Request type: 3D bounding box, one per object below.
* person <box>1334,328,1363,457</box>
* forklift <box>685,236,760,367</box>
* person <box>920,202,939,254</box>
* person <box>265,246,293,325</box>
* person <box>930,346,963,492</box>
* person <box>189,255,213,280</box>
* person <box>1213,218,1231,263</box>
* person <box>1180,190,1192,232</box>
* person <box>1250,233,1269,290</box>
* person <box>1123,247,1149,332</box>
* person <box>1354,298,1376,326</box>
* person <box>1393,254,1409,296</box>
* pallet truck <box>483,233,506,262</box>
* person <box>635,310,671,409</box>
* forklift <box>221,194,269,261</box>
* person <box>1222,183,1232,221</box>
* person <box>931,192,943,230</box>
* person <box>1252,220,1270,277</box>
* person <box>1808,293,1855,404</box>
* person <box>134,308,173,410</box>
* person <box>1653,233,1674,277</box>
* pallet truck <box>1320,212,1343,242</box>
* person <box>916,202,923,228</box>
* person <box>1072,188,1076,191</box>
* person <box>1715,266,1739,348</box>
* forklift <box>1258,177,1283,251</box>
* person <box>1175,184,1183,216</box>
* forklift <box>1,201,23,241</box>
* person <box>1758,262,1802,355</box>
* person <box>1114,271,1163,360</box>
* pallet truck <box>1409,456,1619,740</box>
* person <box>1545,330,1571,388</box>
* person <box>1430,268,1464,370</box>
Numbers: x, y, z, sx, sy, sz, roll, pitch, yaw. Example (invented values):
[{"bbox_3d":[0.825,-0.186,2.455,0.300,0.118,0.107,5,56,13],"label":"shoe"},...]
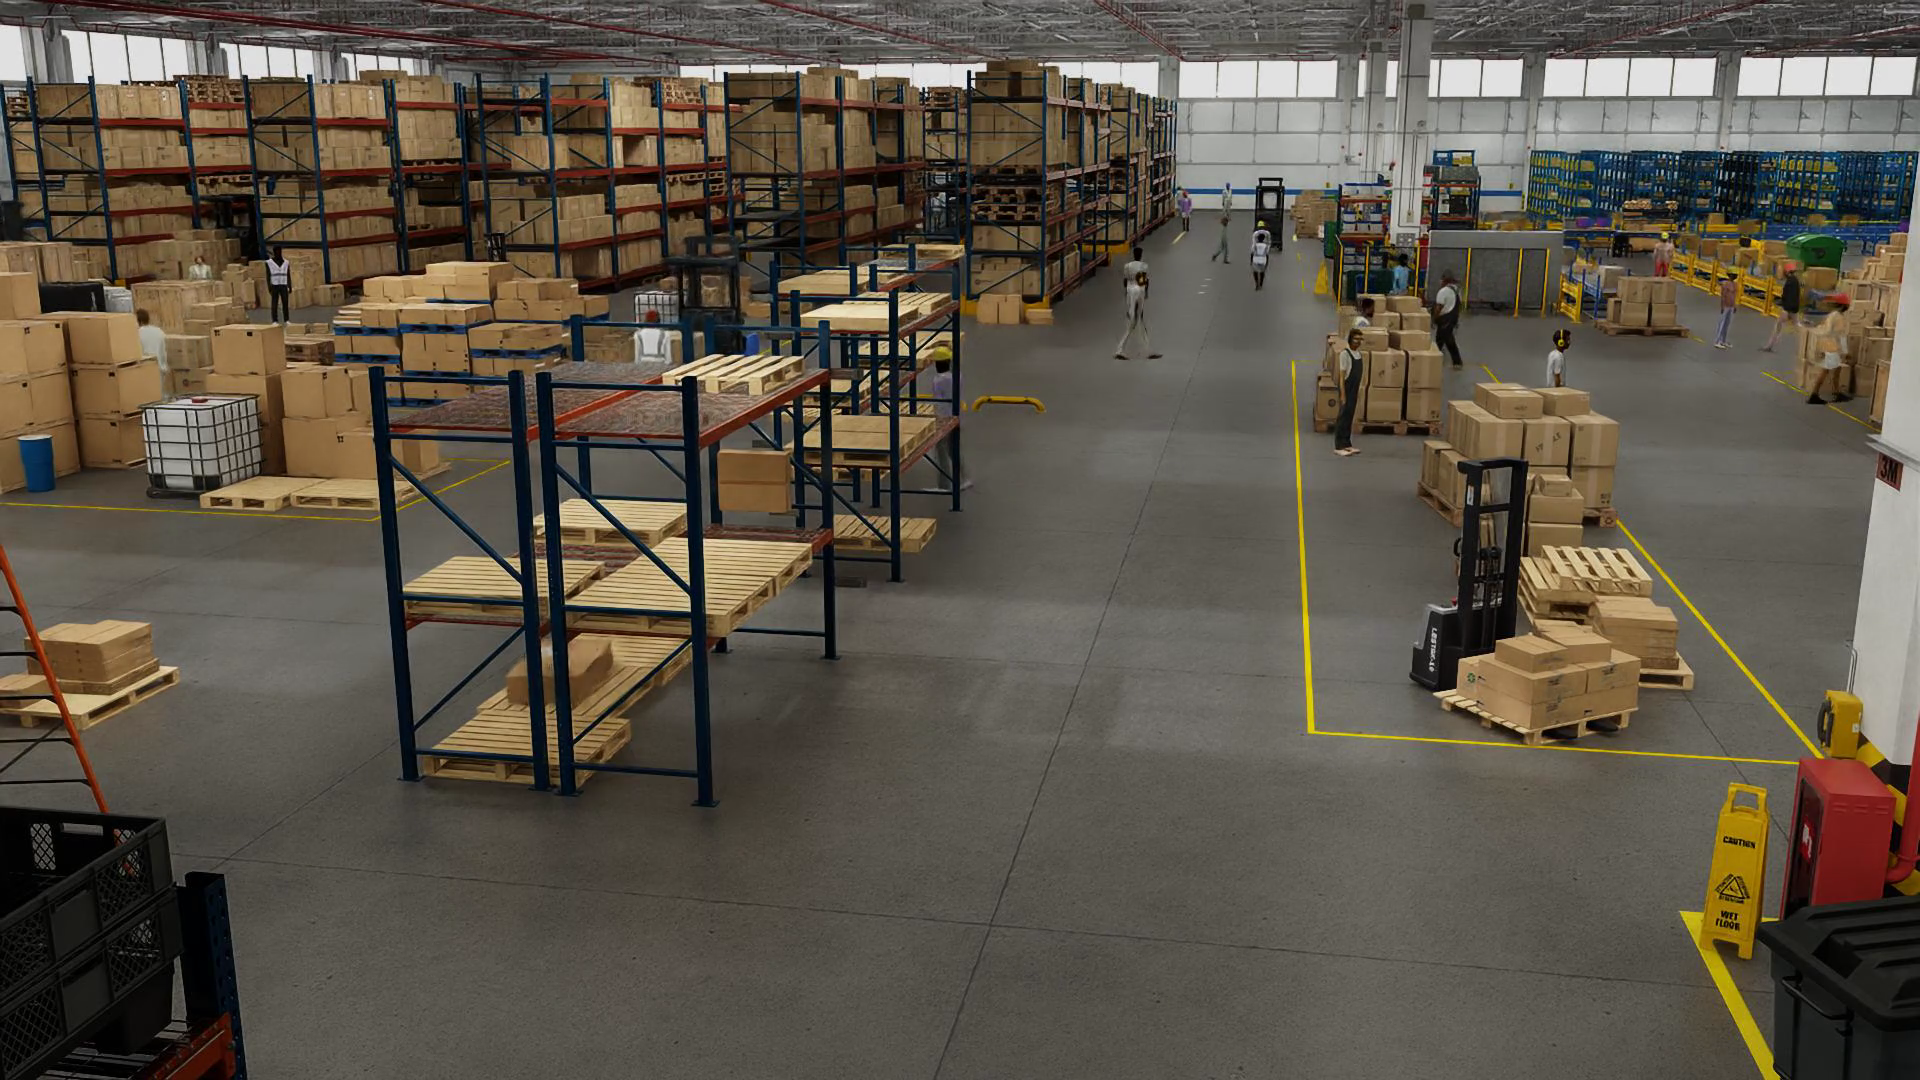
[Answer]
[{"bbox_3d":[5.632,-2.133,24.000,0.351,1.843,0.506,12,18,39],"label":"person"},{"bbox_3d":[-4.253,-3.894,29.012,1.129,2.768,1.873,3,14,10],"label":"forklift"},{"bbox_3d":[-1.374,-11.709,62.594,1.062,1.998,0.608,-1,14,-5],"label":"person"},{"bbox_3d":[-16.394,-6.119,40.053,0.593,1.911,0.385,-13,19,-43],"label":"person"},{"bbox_3d":[-0.196,-1.539,21.419,0.385,1.923,0.593,9,16,31],"label":"person"},{"bbox_3d":[-18.726,-6.231,41.101,0.517,1.623,0.380,-9,16,-32],"label":"person"},{"bbox_3d":[9.281,-10.574,58.721,0.583,1.615,0.511,3,14,11],"label":"person"},{"bbox_3d":[10.496,-15.283,77.274,0.571,1.887,0.895,1,14,3],"label":"person"},{"bbox_3d":[8.787,-8.131,48.683,0.540,1.677,0.572,0,14,1],"label":"person"},{"bbox_3d":[4.109,-5.836,38.779,0.607,1.966,0.373,6,15,25],"label":"person"},{"bbox_3d":[6.806,-3.081,27.757,0.688,1.896,0.596,2,14,9],"label":"person"},{"bbox_3d":[10.756,-6.192,40.801,0.539,1.680,0.559,-12,18,-40],"label":"person"},{"bbox_3d":[-11.832,-7.026,43.548,1.885,1.965,0.823,8,16,28],"label":"pallet truck"},{"bbox_3d":[-4.833,-2.681,26.174,0.591,1.874,0.455,1,14,4],"label":"person"},{"bbox_3d":[-20.793,-8.633,48.253,1.129,2.768,1.873,3,14,10],"label":"forklift"},{"bbox_3d":[13.868,-17.543,86.346,0.612,1.947,0.388,-7,16,-27],"label":"person"},{"bbox_3d":[-1.092,-15.542,78.365,0.552,1.895,0.983,0,14,-1],"label":"person"},{"bbox_3d":[9.608,-9.279,53.076,0.597,1.812,0.646,1,14,4],"label":"person"},{"bbox_3d":[15.019,-3.252,28.394,0.896,1.905,0.545,3,14,11],"label":"person"},{"bbox_3d":[-12.634,-2.664,26.003,0.755,1.921,0.641,6,15,22],"label":"person"},{"bbox_3d":[20.341,-8.010,48.111,0.538,1.718,0.904,4,15,17],"label":"person"},{"bbox_3d":[15.874,-13.227,70.310,0.680,1.201,1.601,10,17,35],"label":"pallet truck"},{"bbox_3d":[-1.912,-14.103,72.526,0.653,1.885,1.040,6,15,23],"label":"person"},{"bbox_3d":[5.608,-16.414,82.012,0.640,1.827,0.621,5,15,21],"label":"person"},{"bbox_3d":[16.597,-5.029,35.917,0.522,1.769,0.312,-10,17,-35],"label":"person"},{"bbox_3d":[12.083,-12.747,64.956,1.129,2.768,1.873,3,14,10],"label":"forklift"},{"bbox_3d":[12.034,-18.510,90.676,0.556,1.744,0.587,-12,18,-40],"label":"person"},{"bbox_3d":[-24.343,-7.328,42.956,1.873,2.768,1.129,-9,16,-32],"label":"forklift"},{"bbox_3d":[17.391,-4.834,34.789,1.042,1.936,0.629,13,19,43],"label":"person"},{"bbox_3d":[3.624,-4.566,33.947,0.994,1.813,0.538,-2,14,-7],"label":"person"},{"bbox_3d":[4.504,0.400,13.395,0.823,1.965,1.885,-6,15,-23],"label":"pallet truck"},{"bbox_3d":[8.473,-2.052,23.616,0.329,1.872,0.511,2,14,8],"label":"person"},{"bbox_3d":[9.535,-4.367,32.663,1.019,2.000,0.688,10,17,36],"label":"person"}]
